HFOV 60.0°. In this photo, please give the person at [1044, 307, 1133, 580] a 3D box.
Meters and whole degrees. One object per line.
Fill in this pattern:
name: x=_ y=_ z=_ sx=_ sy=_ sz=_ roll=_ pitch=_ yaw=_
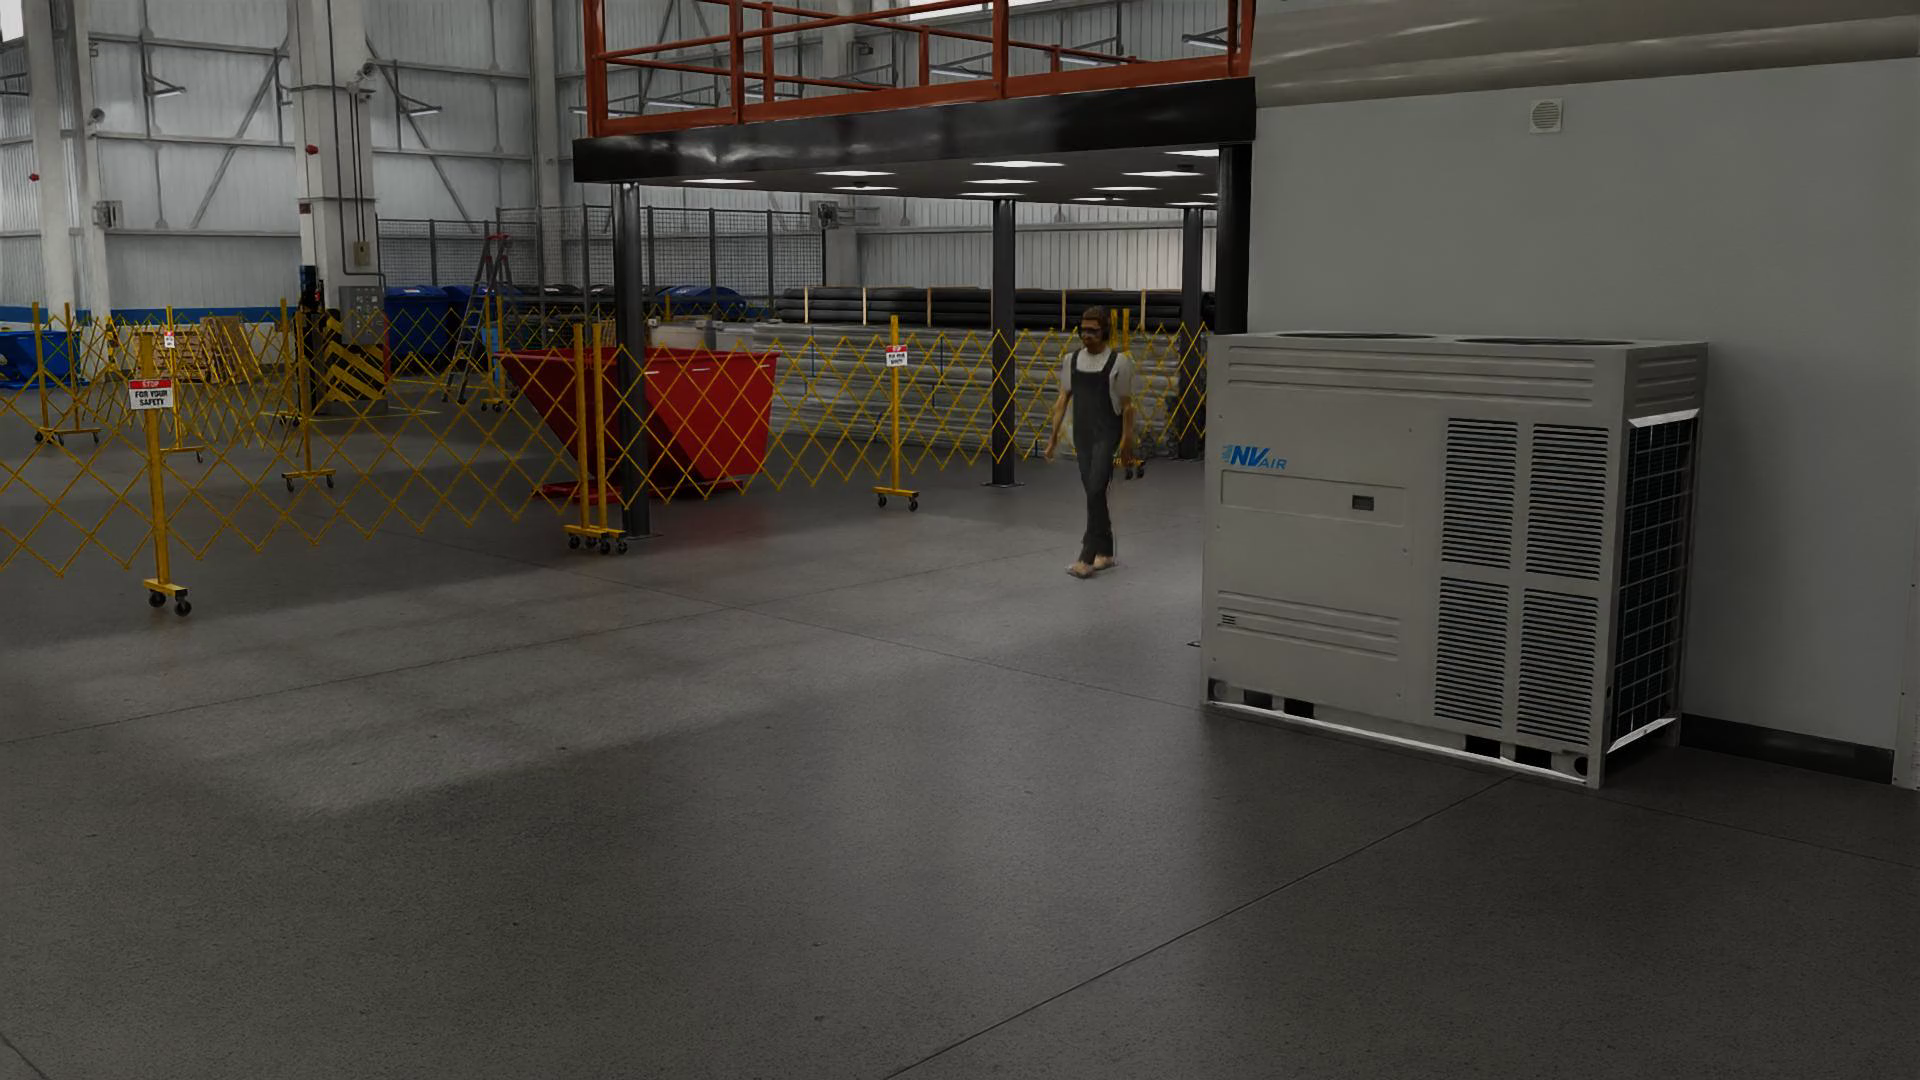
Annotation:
person: x=0.843 y=-0.646 z=11.180 sx=0.505 sy=1.804 sz=0.861 roll=7 pitch=12 yaw=37
